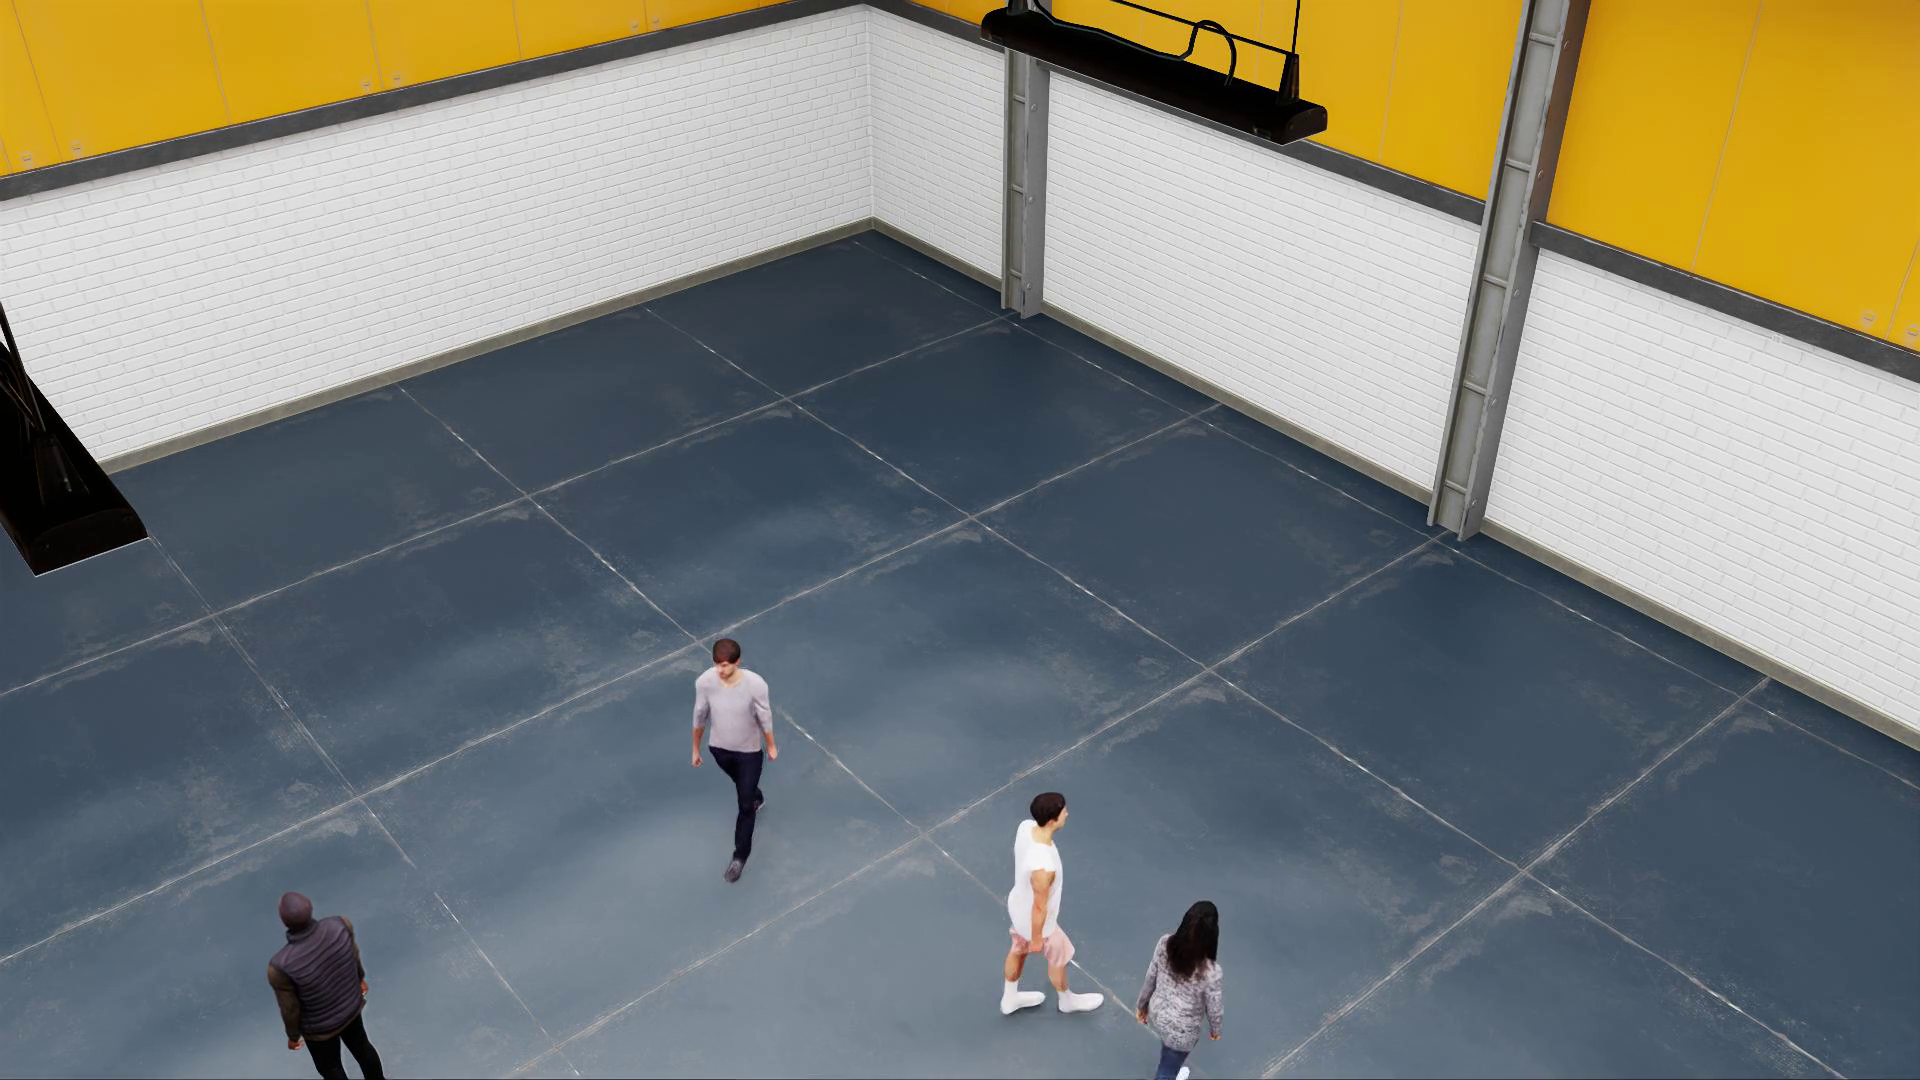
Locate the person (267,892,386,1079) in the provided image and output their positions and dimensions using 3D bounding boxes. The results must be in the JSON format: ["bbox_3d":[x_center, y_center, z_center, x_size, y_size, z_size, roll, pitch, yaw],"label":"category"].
[{"bbox_3d":[-3.603,2.695,9.490,0.681,1.835,0.761,19,38,26],"label":"person"}]

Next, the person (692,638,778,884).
[{"bbox_3d":[-1.510,1.377,11.510,1.214,1.792,1.177,9,35,13],"label":"person"}]

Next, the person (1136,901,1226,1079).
[{"bbox_3d":[1.179,2.792,9.465,0.738,1.699,0.722,27,42,34],"label":"person"}]

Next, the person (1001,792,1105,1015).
[{"bbox_3d":[0.381,2.279,10.178,0.940,1.765,0.940,-7,34,-11],"label":"person"}]
